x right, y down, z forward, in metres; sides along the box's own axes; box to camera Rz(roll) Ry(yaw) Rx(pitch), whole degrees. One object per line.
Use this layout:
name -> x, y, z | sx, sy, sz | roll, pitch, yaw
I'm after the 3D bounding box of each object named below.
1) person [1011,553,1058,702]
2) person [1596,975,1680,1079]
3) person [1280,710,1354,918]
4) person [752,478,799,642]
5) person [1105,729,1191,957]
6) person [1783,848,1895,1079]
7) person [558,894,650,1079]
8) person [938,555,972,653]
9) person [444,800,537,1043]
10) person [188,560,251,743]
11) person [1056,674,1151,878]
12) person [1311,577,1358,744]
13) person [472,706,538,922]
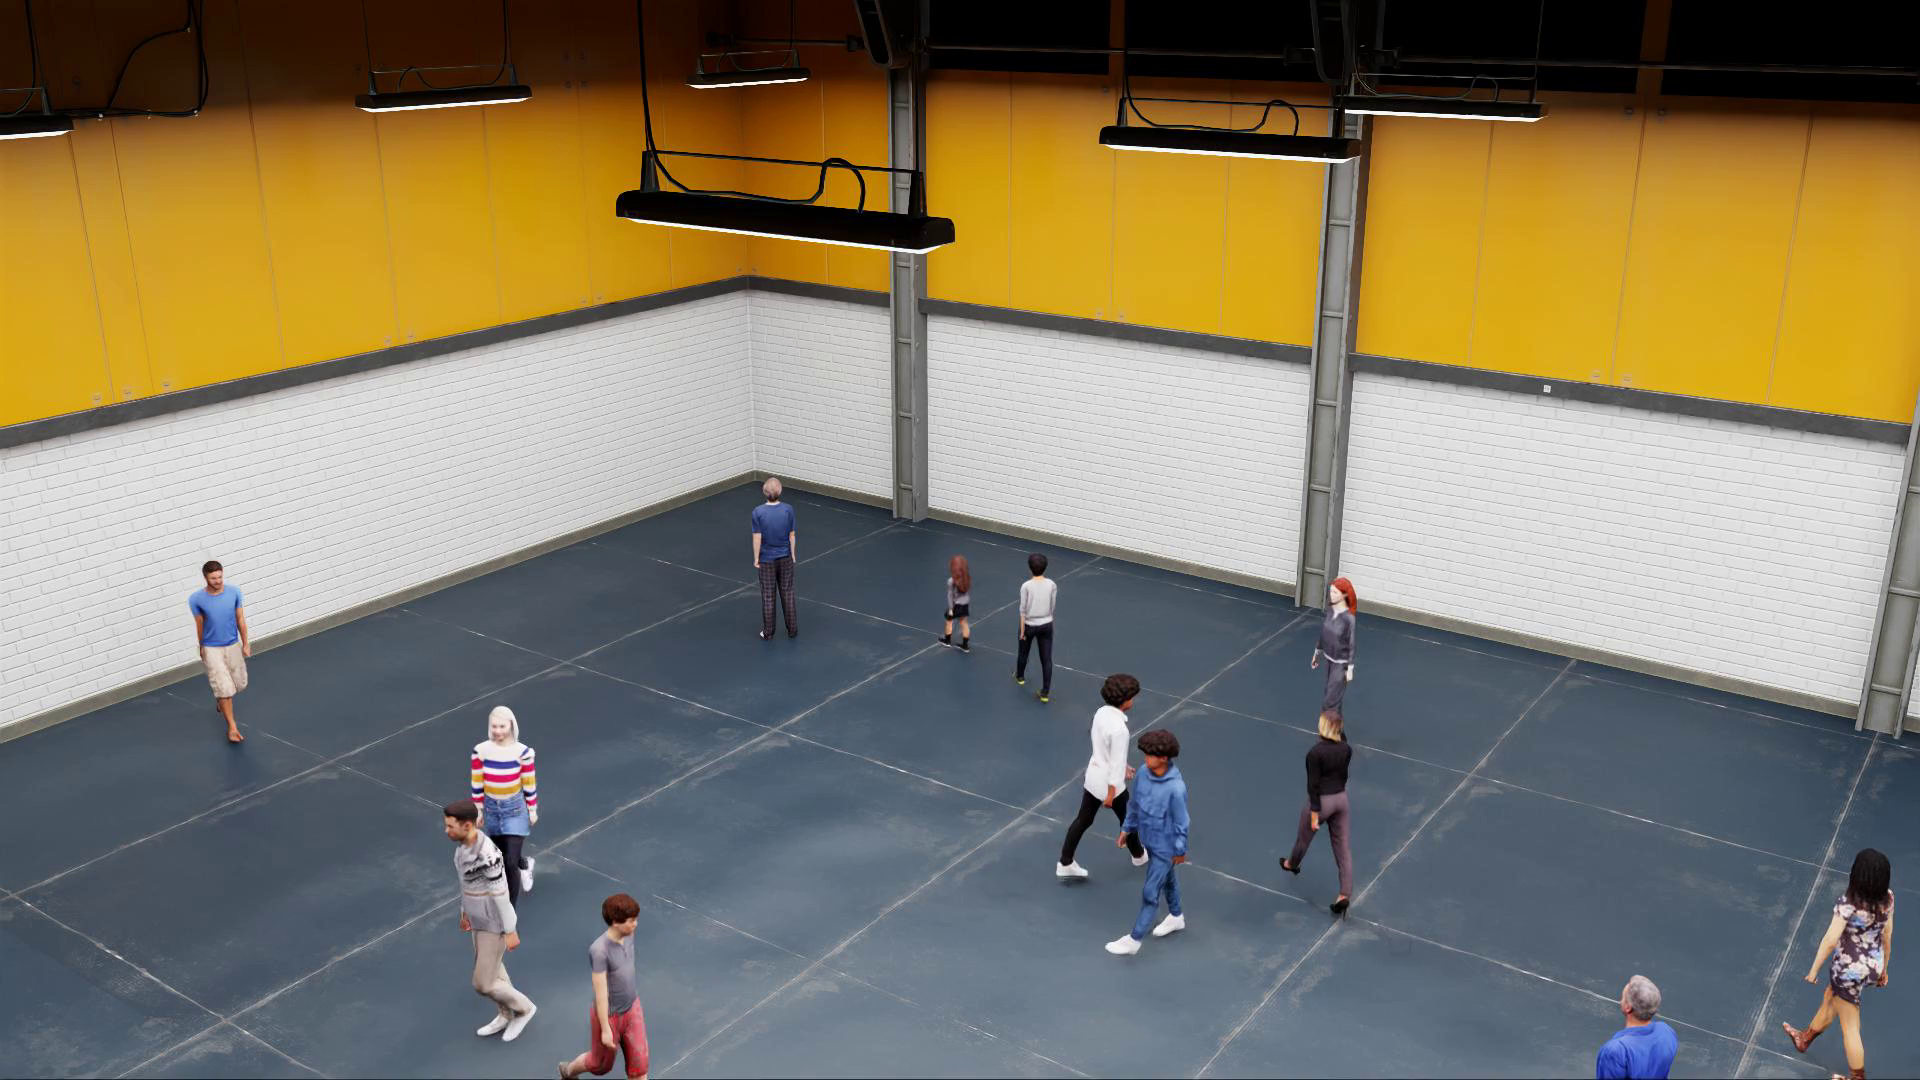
person -> 0.812, 0.918, 17.004 | 0.914, 1.524, 1.017 | -5, 19, -15
person -> 3.780, 3.306, 9.436 | 0.791, 1.828, 0.741 | -10, 21, -27
person -> 2.946, 2.190, 13.076 | 0.936, 1.621, 1.153 | -9, 21, -26
person -> -2.058, 0.204, 18.579 | 0.732, 1.872, 0.761 | -6, 19, -16
person -> 1.595, 2.255, 12.648 | 1.036, 1.770, 1.110 | -10, 21, -27
person -> 5.923, 2.883, 10.889 | 0.973, 1.703, 1.103 | -7, 20, -20
person -> -2.273, 3.014, 10.632 | 1.107, 1.618, 0.606 | 12, 22, 32
person -> 0.017, 0.711, 18.297 | 0.567, 1.092, 0.695 | -16, 24, -39
person -> -3.165, 2.607, 11.507 | 0.893, 1.831, 0.765 | -12, 22, -32
person -> -7.244, 1.028, 16.220 | 0.865, 1.815, 1.164 | -13, 23, -34
person -> 1.108, 1.968, 13.524 | 1.084, 1.755, 1.204 | -8, 20, -22
person -> 3.661, 1.178, 15.847 | 0.752, 1.769, 0.666 | -6, 20, -18
person -> -3.534, 2.118, 13.035 | 1.134, 1.783, 1.051 | 2, 19, 6
